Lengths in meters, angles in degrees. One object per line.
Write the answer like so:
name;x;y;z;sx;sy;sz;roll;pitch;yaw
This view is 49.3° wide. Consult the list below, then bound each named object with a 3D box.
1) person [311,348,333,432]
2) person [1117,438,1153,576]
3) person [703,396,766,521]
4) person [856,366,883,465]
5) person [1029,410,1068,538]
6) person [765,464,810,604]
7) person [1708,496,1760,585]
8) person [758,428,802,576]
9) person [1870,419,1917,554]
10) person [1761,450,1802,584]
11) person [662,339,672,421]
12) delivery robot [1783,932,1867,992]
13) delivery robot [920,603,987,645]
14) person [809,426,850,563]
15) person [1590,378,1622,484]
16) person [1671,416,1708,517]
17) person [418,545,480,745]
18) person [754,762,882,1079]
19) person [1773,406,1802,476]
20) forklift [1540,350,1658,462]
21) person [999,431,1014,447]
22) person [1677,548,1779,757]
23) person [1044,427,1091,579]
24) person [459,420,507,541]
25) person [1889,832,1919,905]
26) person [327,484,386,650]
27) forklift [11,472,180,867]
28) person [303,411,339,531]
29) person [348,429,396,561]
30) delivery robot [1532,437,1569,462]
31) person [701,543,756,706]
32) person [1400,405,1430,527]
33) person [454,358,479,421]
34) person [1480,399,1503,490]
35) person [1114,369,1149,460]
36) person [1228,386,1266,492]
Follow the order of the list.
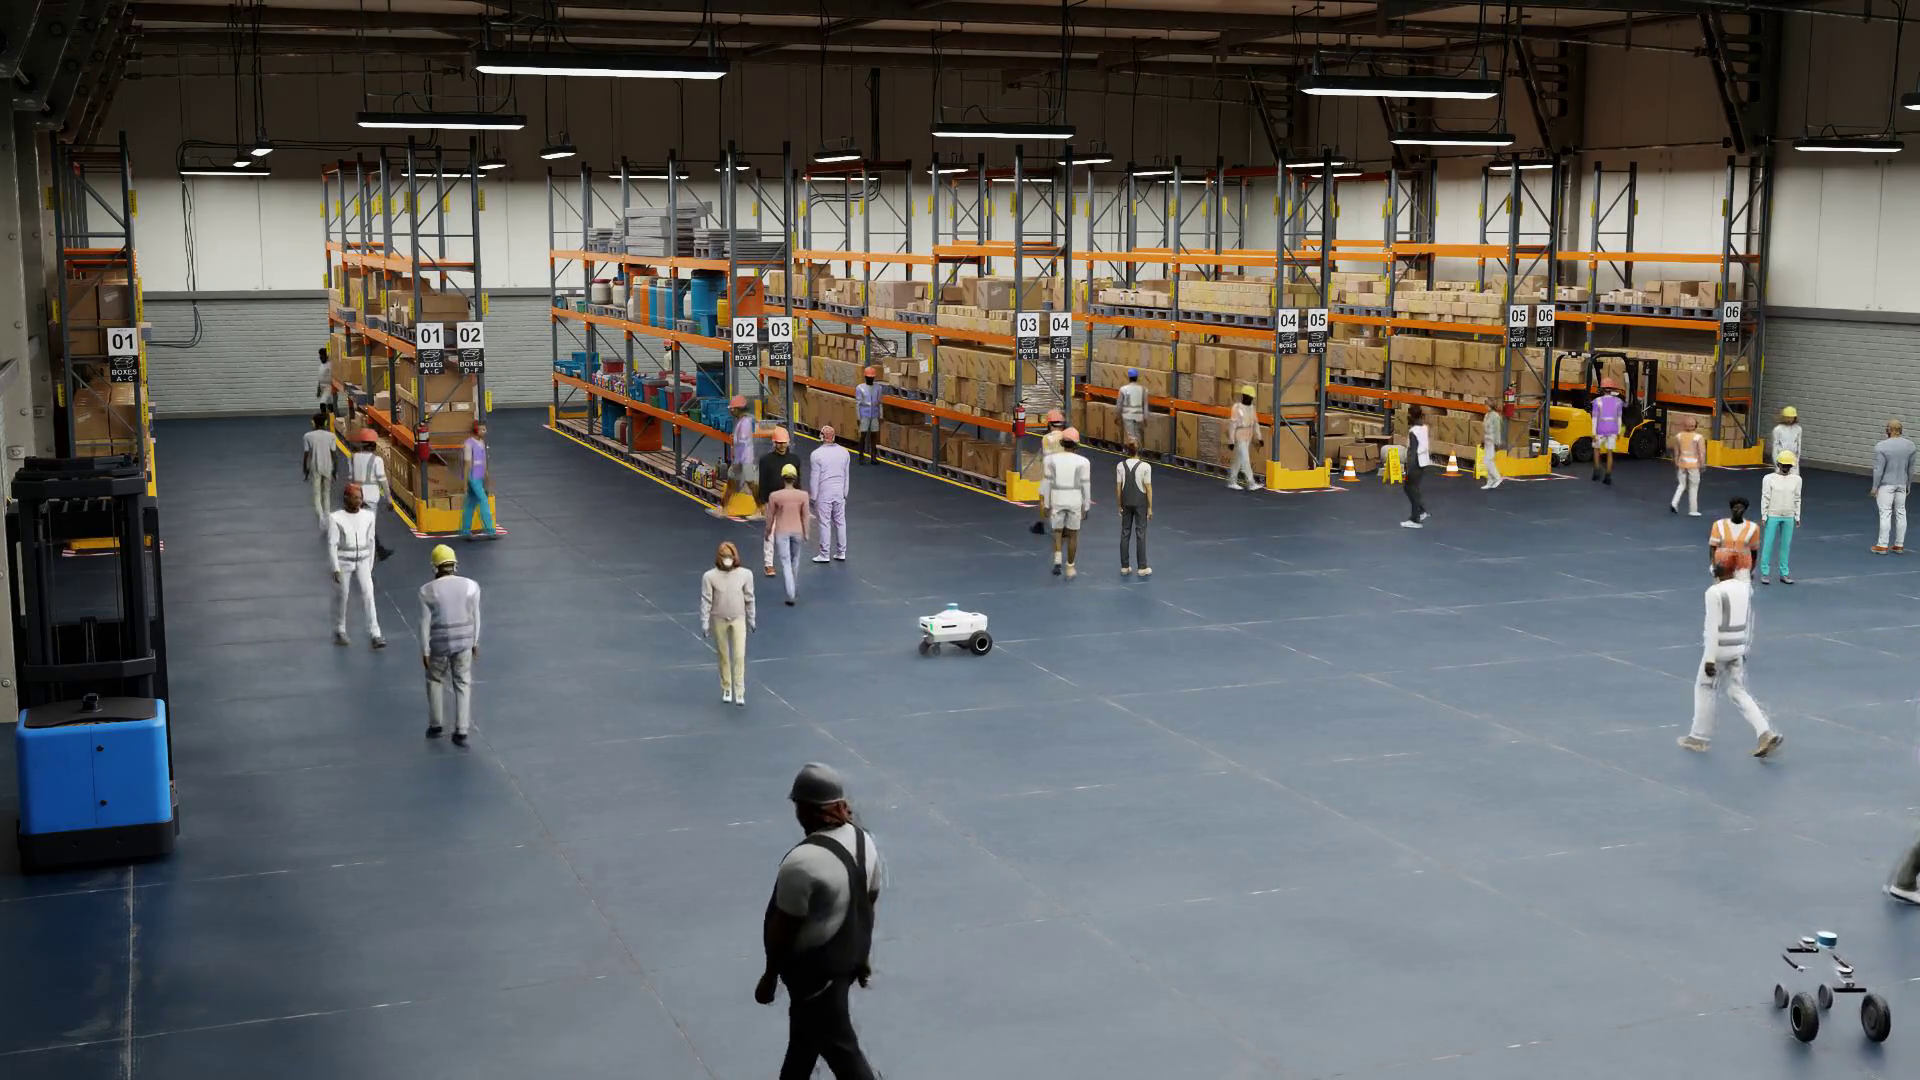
person;-14.457;-3.388;47.457;0.849;1.919;0.673;-7;11;-37
person;2.349;-0.446;28.133;0.507;1.847;0.345;4;10;27
person;-3.567;-1.281;33.209;1.017;1.995;0.614;-3;9;-20
person;-1.775;-2.449;41.186;0.551;1.934;0.378;-3;9;-22
person;1.376;-1.012;31.695;0.548;1.900;0.862;-6;10;-34
person;-2.159;-0.089;26.177;0.527;1.720;0.909;-3;9;-22
person;8.788;0.298;23.813;0.532;1.647;0.913;4;9;23
person;-2.402;-0.521;28.128;0.616;1.993;0.395;-4;10;-26
person;13.336;-0.766;29.973;0.628;1.935;0.373;-2;9;-10
person;10.766;-0.303;27.457;0.522;1.763;0.319;0;9;-1
person;-6.990;-3.889;50.623;0.409;1.986;0.618;4;9;23
delivery robot;5.080;2.420;12.271;0.335;0.223;0.698;0;8;0
delivery robot;-0.072;0.941;22.996;0.707;0.478;0.477;-4;9;-23
person;-1.844;-0.641;29.224;0.643;1.910;0.400;-7;11;-37
person;11.787;-1.992;38.221;0.569;1.916;0.624;1;9;5
person;11.777;-1.182;33.749;0.429;1.632;0.536;-6;10;-34
person;-4.658;0.939;19.041;0.597;1.808;0.624;-5;10;-29
person;-0.680;2.105;10.617;1.012;2.000;0.682;4;9;25
person;13.588;-1.334;34.411;0.498;1.729;0.394;0;9;-1
forklift;12.897;-2.725;42.309;2.313;2.155;1.214;-3;9;-21
person;1.023;-2.795;43.956;0.645;1.808;0.933;-2;9;-11
person;6.838;0.995;18.533;0.586;1.856;0.872;-5;10;-32
person;1.432;-0.491;27.831;0.631;2.024;0.449;2;9;13
person;-7.068;-0.874;31.091;0.858;1.805;0.585;1;9;5
person;6.899;1.618;14.260;1.016;1.873;0.608;5;10;30
person;-6.740;0.294;23.276;0.581;1.832;1.005;-6;11;-36
forklift;-6.630;0.886;15.957;1.129;2.768;1.873;-3;9;-21
person;-9.811;-1.051;32.142;0.516;1.850;0.762;-3;9;-21
person;-8.096;-0.586;28.898;0.568;1.889;0.960;5;10;28
delivery robot;11.606;-1.783;41.156;0.477;0.478;0.707;-6;11;-37
person;-2.256;0.832;20.399;0.528;1.595;0.802;-1;9;-6
person;7.079;-1.151;32.614;0.454;1.907;0.617;4;10;27
person;-11.440;-3.605;48.688;0.611;1.996;0.387;-1;9;-10
person;9.423;-1.699;37.226;0.364;1.630;0.531;-1;9;-5
person;3.341;-2.407;41.063;0.607;1.883;1.025;-3;9;-20
person;5.095;-1.785;37.009;0.967;1.866;0.580;8;12;43
